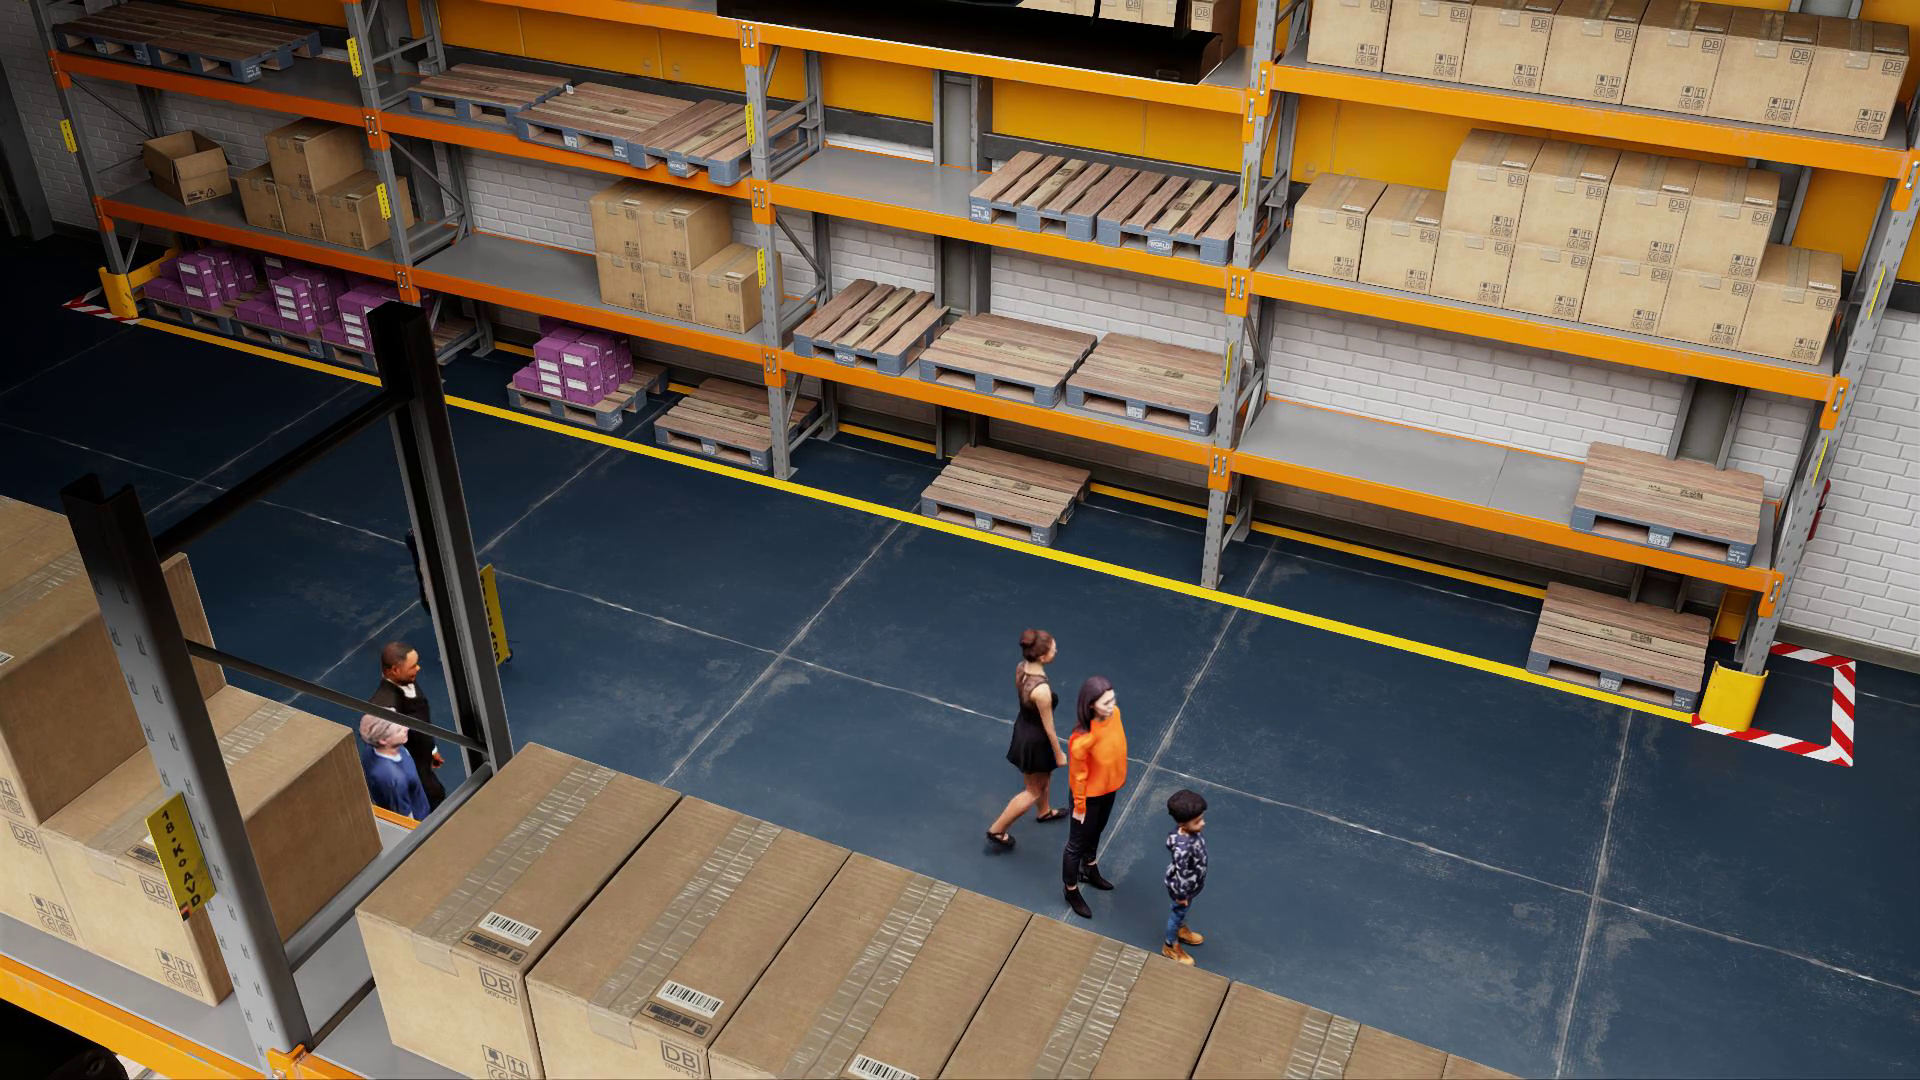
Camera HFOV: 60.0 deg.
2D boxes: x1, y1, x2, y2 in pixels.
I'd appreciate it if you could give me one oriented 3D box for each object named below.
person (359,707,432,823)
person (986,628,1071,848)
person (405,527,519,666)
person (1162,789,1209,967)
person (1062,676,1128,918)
[{"bbox_3d":[-3.264,1.726,9.798,0.783,1.870,0.705,-14,36,-20],"label":"person"},{"bbox_3d":[0.426,1.296,10.631,0.963,1.663,0.875,-10,35,-15],"label":"person"},{"bbox_3d":[-3.666,0.294,12.110,1.002,1.696,0.802,5,34,8],"label":"person"},{"bbox_3d":[1.344,2.001,9.942,0.500,1.251,0.495,13,36,19],"label":"person"},{"bbox_3d":[0.811,1.535,10.194,0.599,1.749,0.654,21,39,28],"label":"person"}]
